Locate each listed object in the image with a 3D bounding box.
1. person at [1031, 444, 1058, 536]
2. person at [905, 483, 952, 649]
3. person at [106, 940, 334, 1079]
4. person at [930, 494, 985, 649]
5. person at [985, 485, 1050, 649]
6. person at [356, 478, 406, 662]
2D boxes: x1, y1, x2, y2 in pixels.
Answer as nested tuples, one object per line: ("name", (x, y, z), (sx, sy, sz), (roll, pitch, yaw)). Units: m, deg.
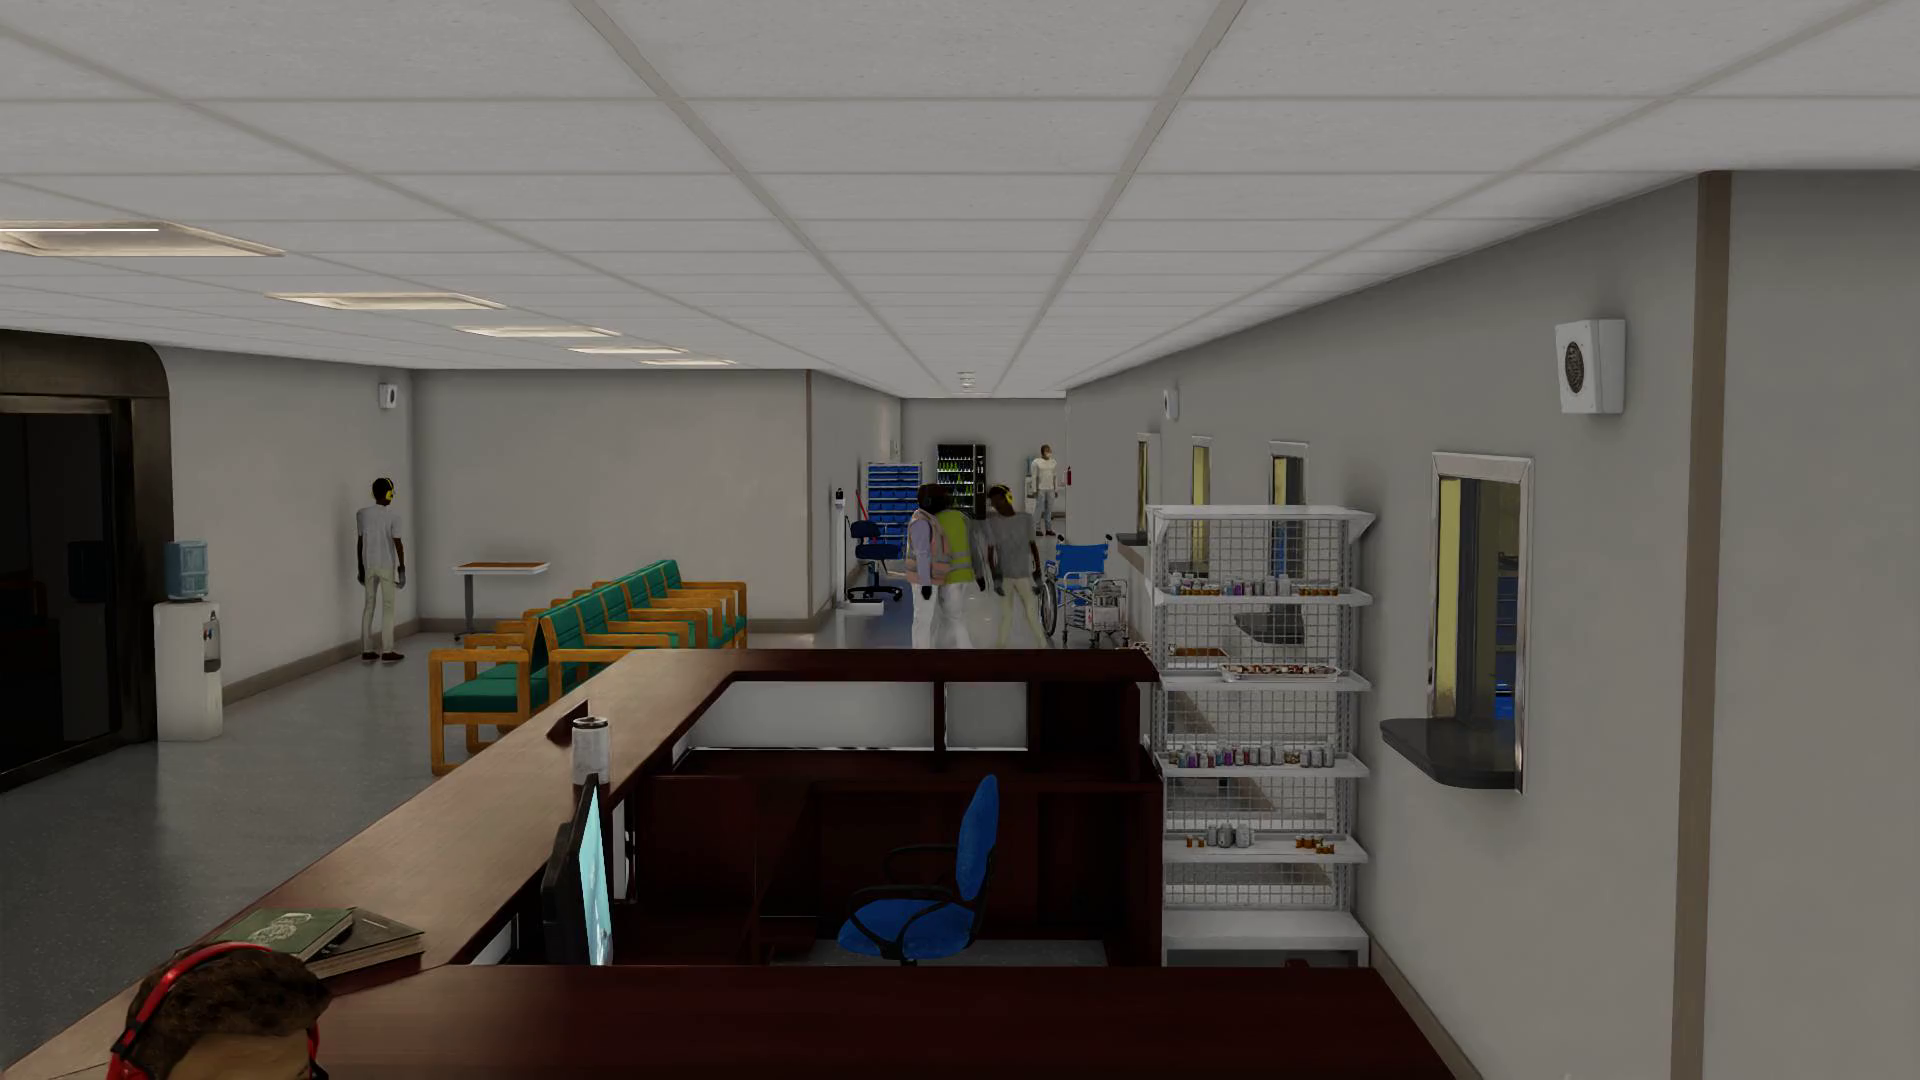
("person", (1.792, -1.043, 35.038), (0.631, 1.938, 0.369), (-2, 5, -30))
("person", (-0.293, 0.387, 15.639), (0.430, 1.845, 0.624), (0, 4, 5))
("person", (-0.873, 1.366, 1.910), (0.397, 1.840, 0.564), (1, 4, 9))
("person", (-0.164, 0.395, 15.944), (0.906, 1.781, 0.693), (4, 6, 42))
("person", (0.563, 0.383, 15.925), (0.638, 1.820, 0.391), (-1, 4, -8))
("person", (-5.840, 0.302, 16.765), (0.520, 1.857, 0.332), (1, 4, 10))
